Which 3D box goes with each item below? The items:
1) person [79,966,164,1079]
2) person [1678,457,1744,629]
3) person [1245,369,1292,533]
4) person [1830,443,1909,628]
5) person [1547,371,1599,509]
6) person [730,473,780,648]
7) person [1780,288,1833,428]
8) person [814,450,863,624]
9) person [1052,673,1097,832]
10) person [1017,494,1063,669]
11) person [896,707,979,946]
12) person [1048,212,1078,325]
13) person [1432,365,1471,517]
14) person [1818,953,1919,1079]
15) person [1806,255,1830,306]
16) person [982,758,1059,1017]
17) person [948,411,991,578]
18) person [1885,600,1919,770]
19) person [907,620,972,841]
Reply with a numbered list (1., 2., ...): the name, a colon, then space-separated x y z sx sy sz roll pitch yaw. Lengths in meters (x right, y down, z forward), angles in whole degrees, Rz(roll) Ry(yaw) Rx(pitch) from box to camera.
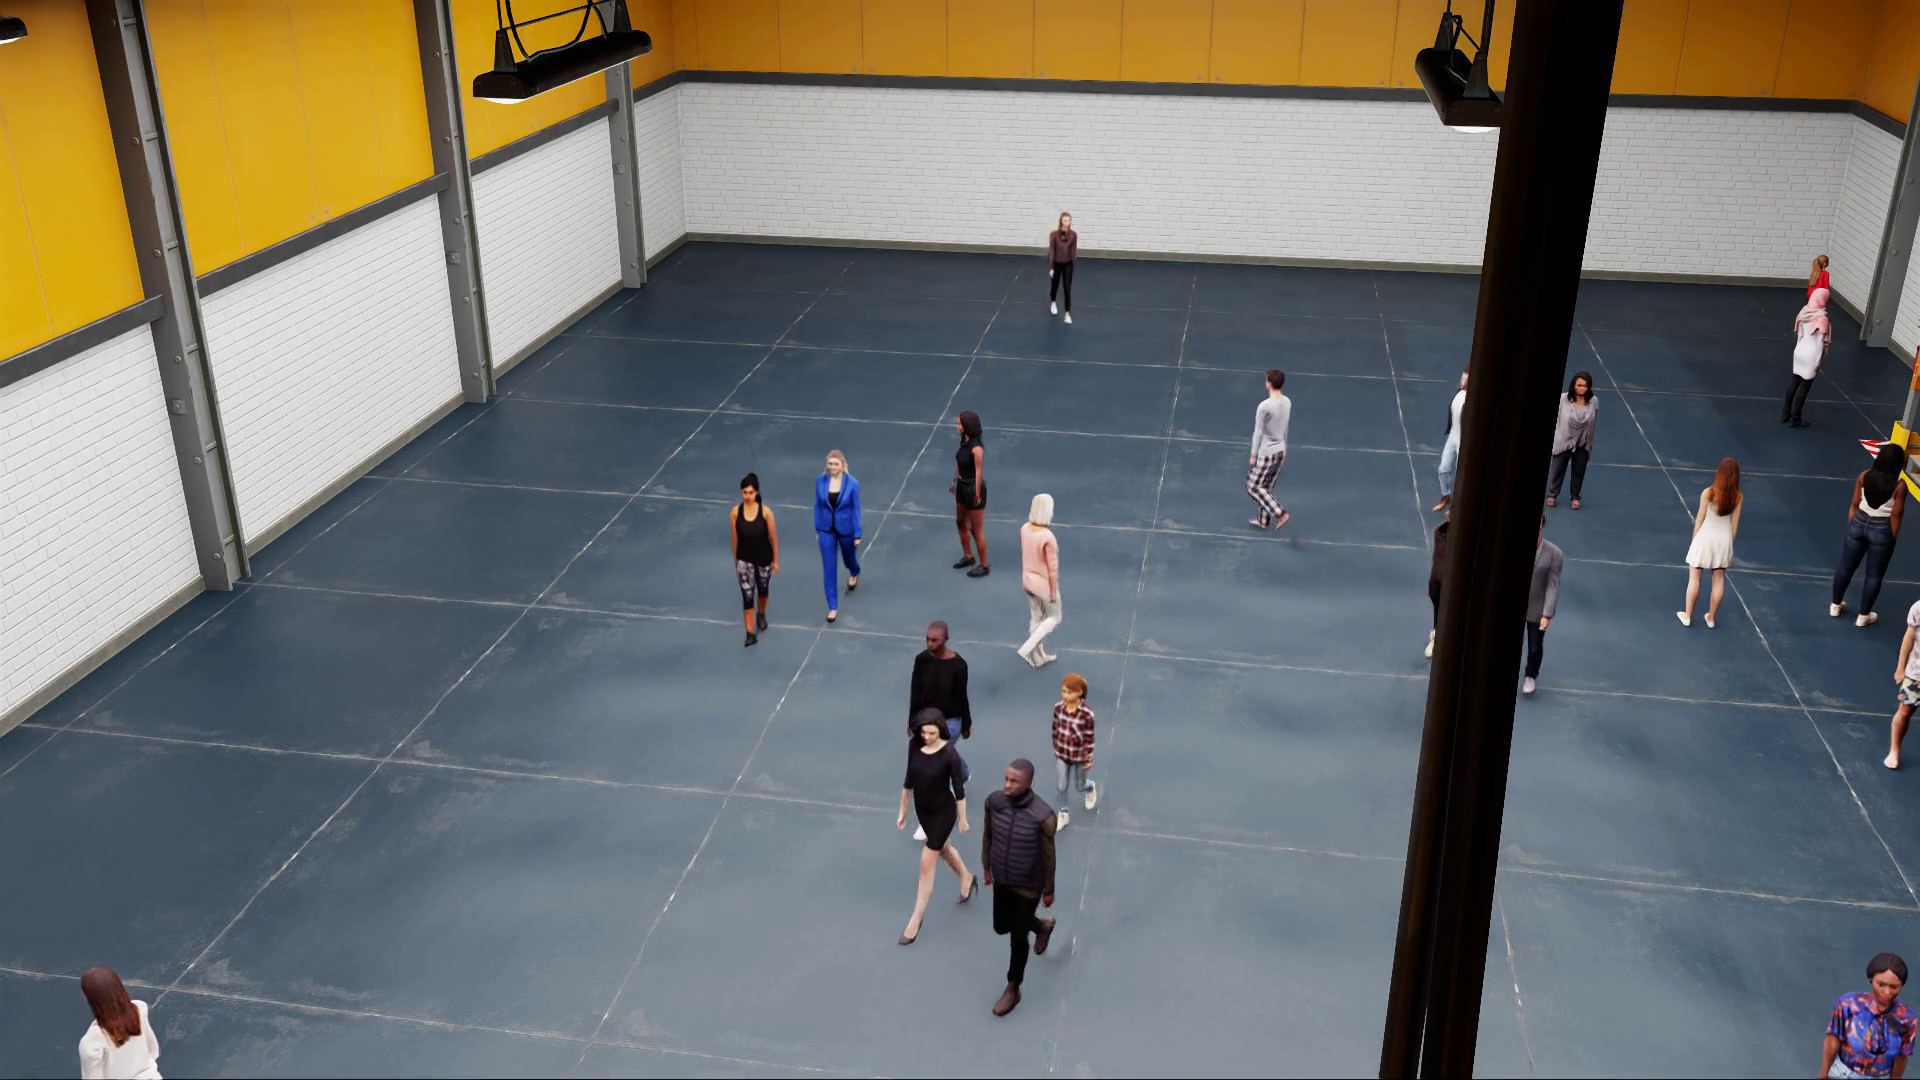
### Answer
1. person: -4.514 3.043 9.061 0.683 1.688 0.507 7 25 16
2. person: 7.224 0.021 15.946 0.560 1.710 0.515 3 24 7
3. person: 3.394 -0.917 17.937 0.914 1.834 0.963 -17 29 -34
4. person: 8.776 -0.062 16.018 0.812 1.805 0.754 -16 28 -33
5. person: 6.923 -1.150 18.756 0.622 1.605 0.650 5 24 11
6. person: -1.925 0.146 15.762 0.756 1.628 1.090 -2 24 -4
7. person: 10.808 -2.337 21.227 0.764 1.802 0.653 -6 24 -13
8. person: -1.169 -0.099 16.271 0.667 1.669 1.109 3 24 6
9. person: 0.905 1.603 12.846 0.678 1.295 0.838 13 27 28
10. person: 0.670 0.412 15.043 0.887 1.717 0.816 -19 30 -37
11. person: -0.111 1.908 11.569 1.101 1.758 0.966 -21 31 -39
12. person: 1.545 -4.227 25.721 0.819 1.665 1.179 -2 24 -6
13. person: 5.584 -1.109 18.414 0.850 1.804 0.776 -9 25 -19
14. person: 4.899 2.995 9.104 0.610 1.741 0.550 7 25 16
15. person: 12.776 -3.623 24.818 0.644 1.280 0.568 -8 25 -17
16. person: 0.438 2.192 10.846 0.969 1.817 1.135 16 28 32
17. person: 0.141 -0.491 17.097 0.785 1.726 0.686 -14 27 -29
18. person: 7.904 1.030 13.512 0.713 1.811 0.641 9 25 19
19. person: -0.105 1.371 12.867 0.854 1.703 1.242 12 26 26
